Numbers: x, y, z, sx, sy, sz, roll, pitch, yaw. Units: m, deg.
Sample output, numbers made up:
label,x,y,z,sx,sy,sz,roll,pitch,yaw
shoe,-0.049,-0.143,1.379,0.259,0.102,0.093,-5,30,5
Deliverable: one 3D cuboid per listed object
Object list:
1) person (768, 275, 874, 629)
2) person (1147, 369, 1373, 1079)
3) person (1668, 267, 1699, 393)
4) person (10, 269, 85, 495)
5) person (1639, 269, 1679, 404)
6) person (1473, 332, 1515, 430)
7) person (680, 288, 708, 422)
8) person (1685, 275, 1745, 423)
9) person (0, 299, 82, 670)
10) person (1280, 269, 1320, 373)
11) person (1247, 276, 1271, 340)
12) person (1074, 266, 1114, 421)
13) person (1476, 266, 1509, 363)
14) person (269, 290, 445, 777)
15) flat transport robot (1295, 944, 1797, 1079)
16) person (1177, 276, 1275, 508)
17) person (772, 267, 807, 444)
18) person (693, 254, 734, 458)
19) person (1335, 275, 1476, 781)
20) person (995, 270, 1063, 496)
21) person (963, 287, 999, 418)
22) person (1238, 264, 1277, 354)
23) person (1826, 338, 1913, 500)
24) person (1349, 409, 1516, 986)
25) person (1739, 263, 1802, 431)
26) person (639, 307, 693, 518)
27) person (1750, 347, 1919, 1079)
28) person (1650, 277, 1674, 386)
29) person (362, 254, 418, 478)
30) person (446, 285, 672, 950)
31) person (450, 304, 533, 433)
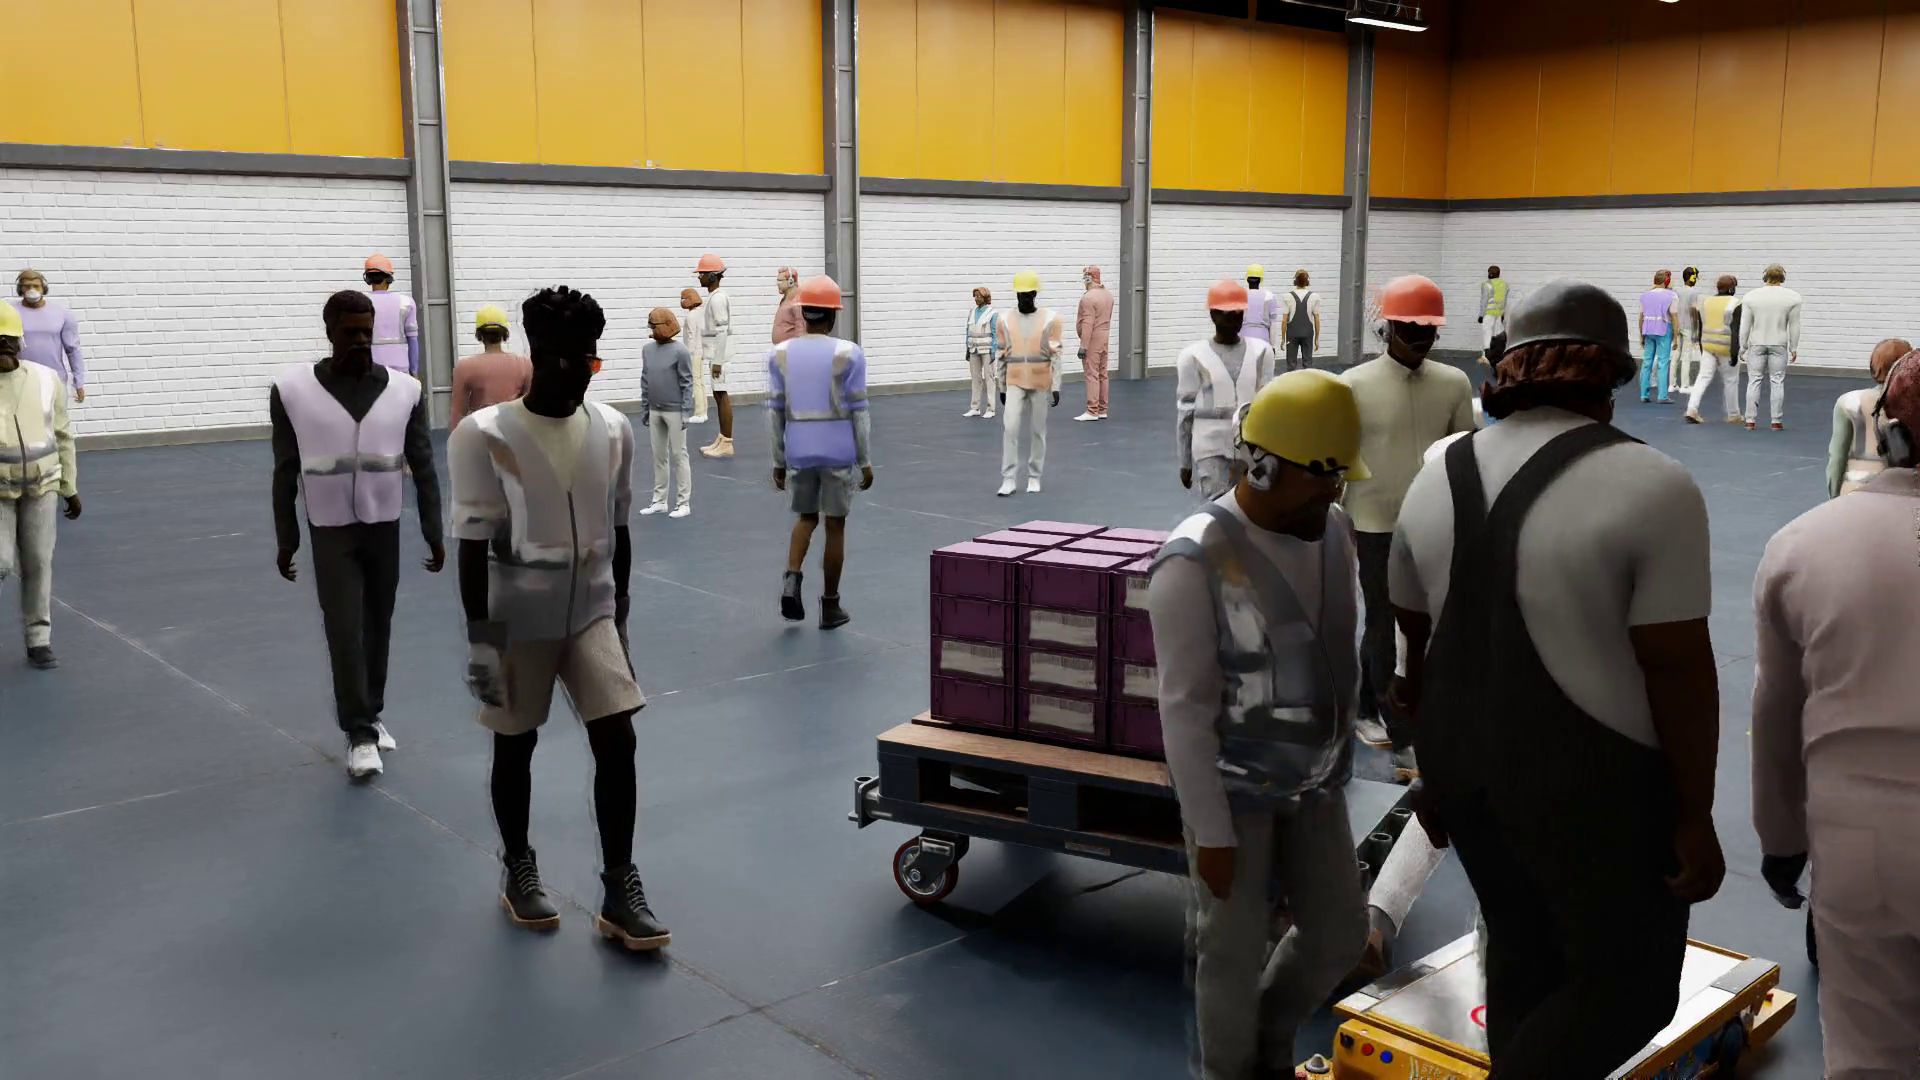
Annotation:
label,x,y,z,sx,sy,sz,roll,pitch,yaw
person,-0.758,-0.463,9.018,0.556,1.923,0.445,3,10,18
person,0.667,0.526,3.585,0.621,1.792,0.470,-8,12,-38
person,10.755,-3.107,24.650,0.329,1.865,0.516,-3,10,-19
person,-7.627,-1.283,13.830,0.655,1.906,0.900,-6,12,-33
person,9.567,-2.784,22.809,0.389,1.847,0.566,-7,12,-37
person,2.541,-0.127,7.722,0.540,1.679,0.568,2,10,11
person,-3.251,-2.247,20.286,0.270,1.631,0.507,1,10,5
person,9.164,-2.298,20.111,0.947,1.803,0.634,-5,11,-29
person,-4.661,-0.268,8.154,0.467,1.816,0.606,9,13,42
person,4.567,-2.704,22.340,0.514,1.845,0.337,1,10,6
person,4.496,-3.194,25.252,0.520,1.834,0.900,3,10,16
person,1.628,-2.415,20.492,0.407,1.902,0.639,6,11,30
person,10.089,-4.278,31.570,0.629,1.843,0.429,-5,11,-27
person,-2.332,-0.025,6.555,0.613,1.883,0.876,-7,12,-35
flat transport robot,1.448,1.199,4.092,1.431,0.197,0.652,-9,13,-42
person,1.468,-0.508,9.282,0.550,1.921,0.772,-2,10,-10
person,-1.838,-1.993,18.010,0.403,1.904,0.651,-3,10,-18
person,-2.471,-1.847,16.746,0.392,2.045,0.608,-2,10,-10
person,1.777,-0.047,6.517,0.615,1.938,1.015,-3,10,-17
person,0.563,-1.308,14.022,0.593,1.897,0.815,2,10,11
person,0.275,-2.347,20.853,0.511,1.641,0.307,9,13,41
person,3.610,-2.436,20.533,0.588,1.928,0.383,2,10,11
person,4.576,-0.184,8.241,0.524,1.624,0.616,5,11,26
person,1.367,0.367,4.340,0.614,1.861,0.588,-8,12,-38
person,9.376,-2.228,19.286,0.637,1.937,0.357,5,11,27
person,-2.282,-0.989,12.921,0.501,1.631,0.285,7,12,34
person,1.734,0.588,3.000,0.524,1.867,0.681,-9,13,-43
person,10.744,-3.204,25.637,0.644,1.712,0.487,-6,11,-31
person,-5.232,-1.566,15.108,0.609,2.040,0.395,-5,11,-29
person,-1.143,0.245,4.803,0.630,1.925,0.857,-7,12,-37
person,-2.934,-0.625,10.536,0.534,1.722,0.927,-5,11,-27
